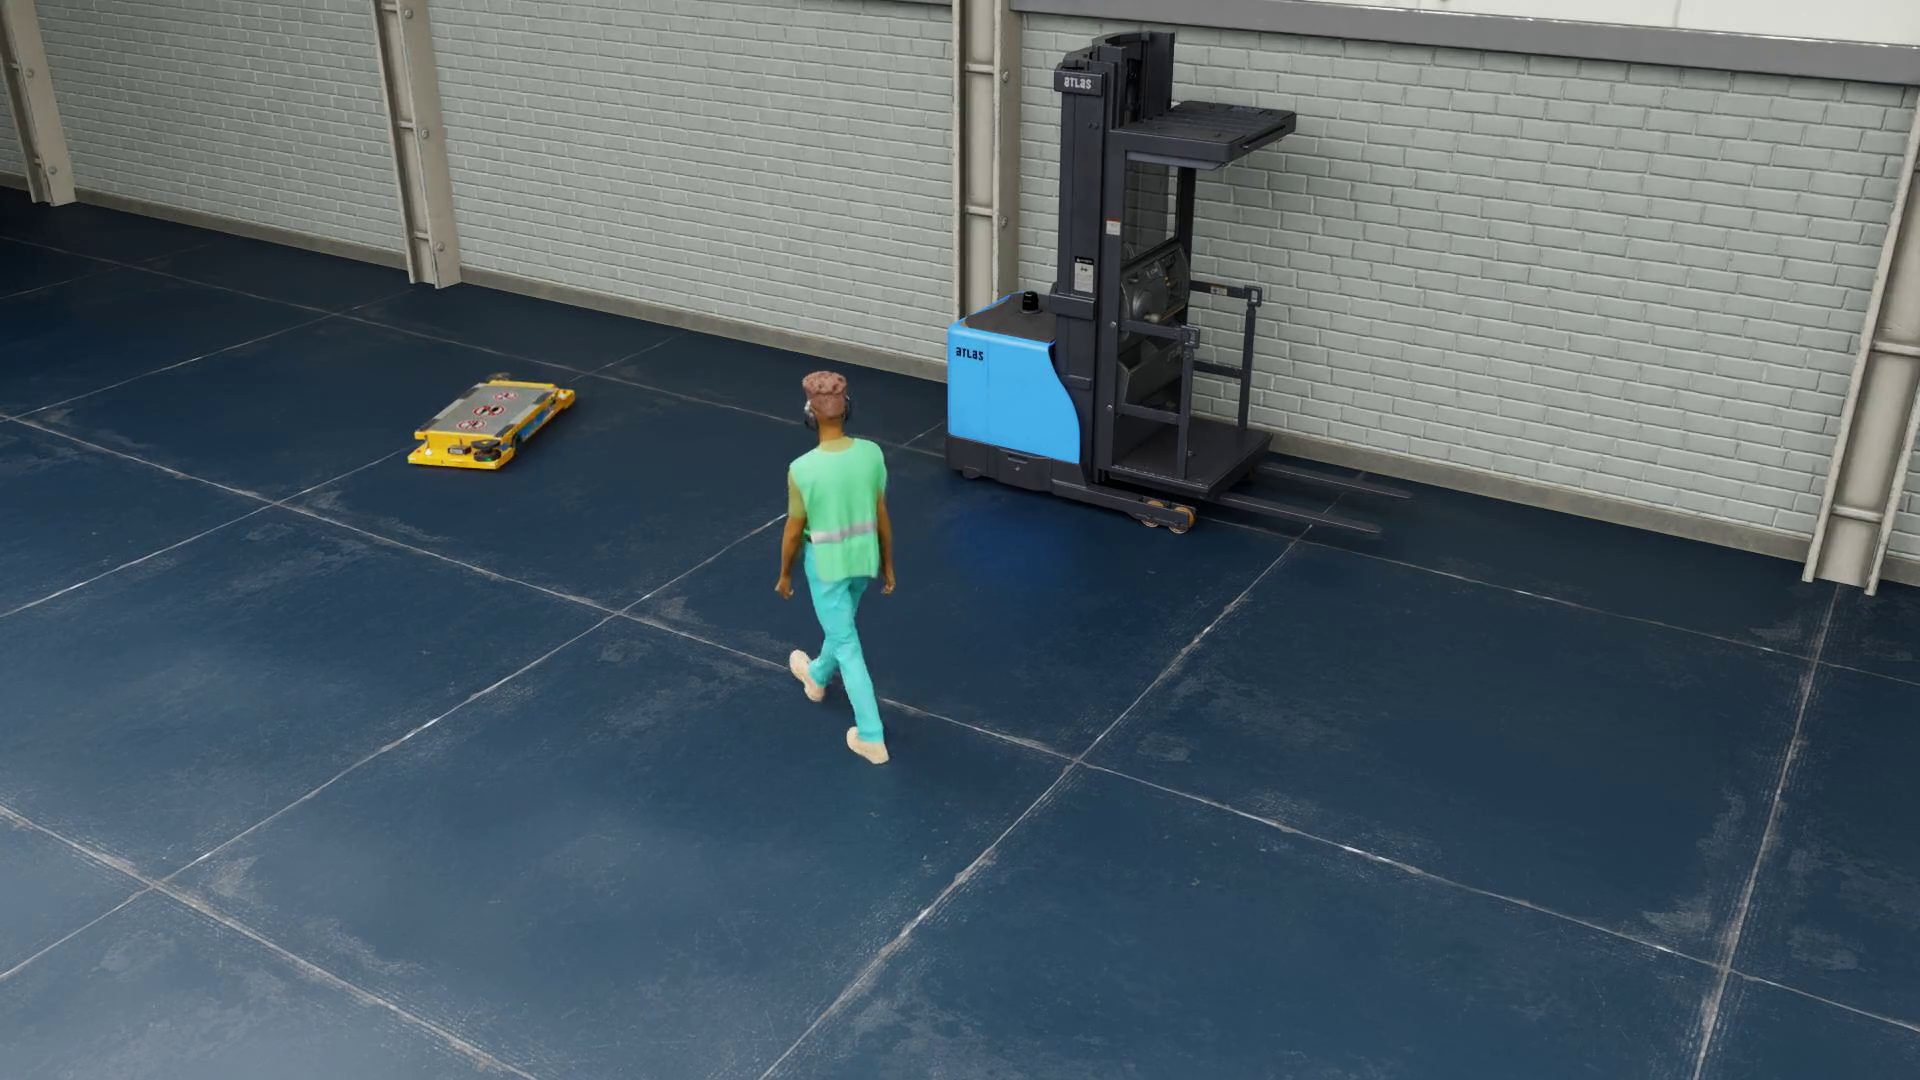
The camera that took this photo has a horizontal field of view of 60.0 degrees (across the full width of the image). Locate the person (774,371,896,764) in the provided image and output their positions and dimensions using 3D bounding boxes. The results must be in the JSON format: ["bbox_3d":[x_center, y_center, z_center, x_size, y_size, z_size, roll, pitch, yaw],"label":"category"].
[{"bbox_3d":[-0.651,0.090,8.125,0.506,1.922,1.006,-17,30,-32],"label":"person"}]

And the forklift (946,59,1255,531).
[{"bbox_3d":[0.933,-1.707,10.833,1.873,2.768,1.129,15,29,28],"label":"forklift"}]

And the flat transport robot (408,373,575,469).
[{"bbox_3d":[-3.385,-0.870,12.099,0.659,0.231,1.431,4,26,9],"label":"flat transport robot"}]
